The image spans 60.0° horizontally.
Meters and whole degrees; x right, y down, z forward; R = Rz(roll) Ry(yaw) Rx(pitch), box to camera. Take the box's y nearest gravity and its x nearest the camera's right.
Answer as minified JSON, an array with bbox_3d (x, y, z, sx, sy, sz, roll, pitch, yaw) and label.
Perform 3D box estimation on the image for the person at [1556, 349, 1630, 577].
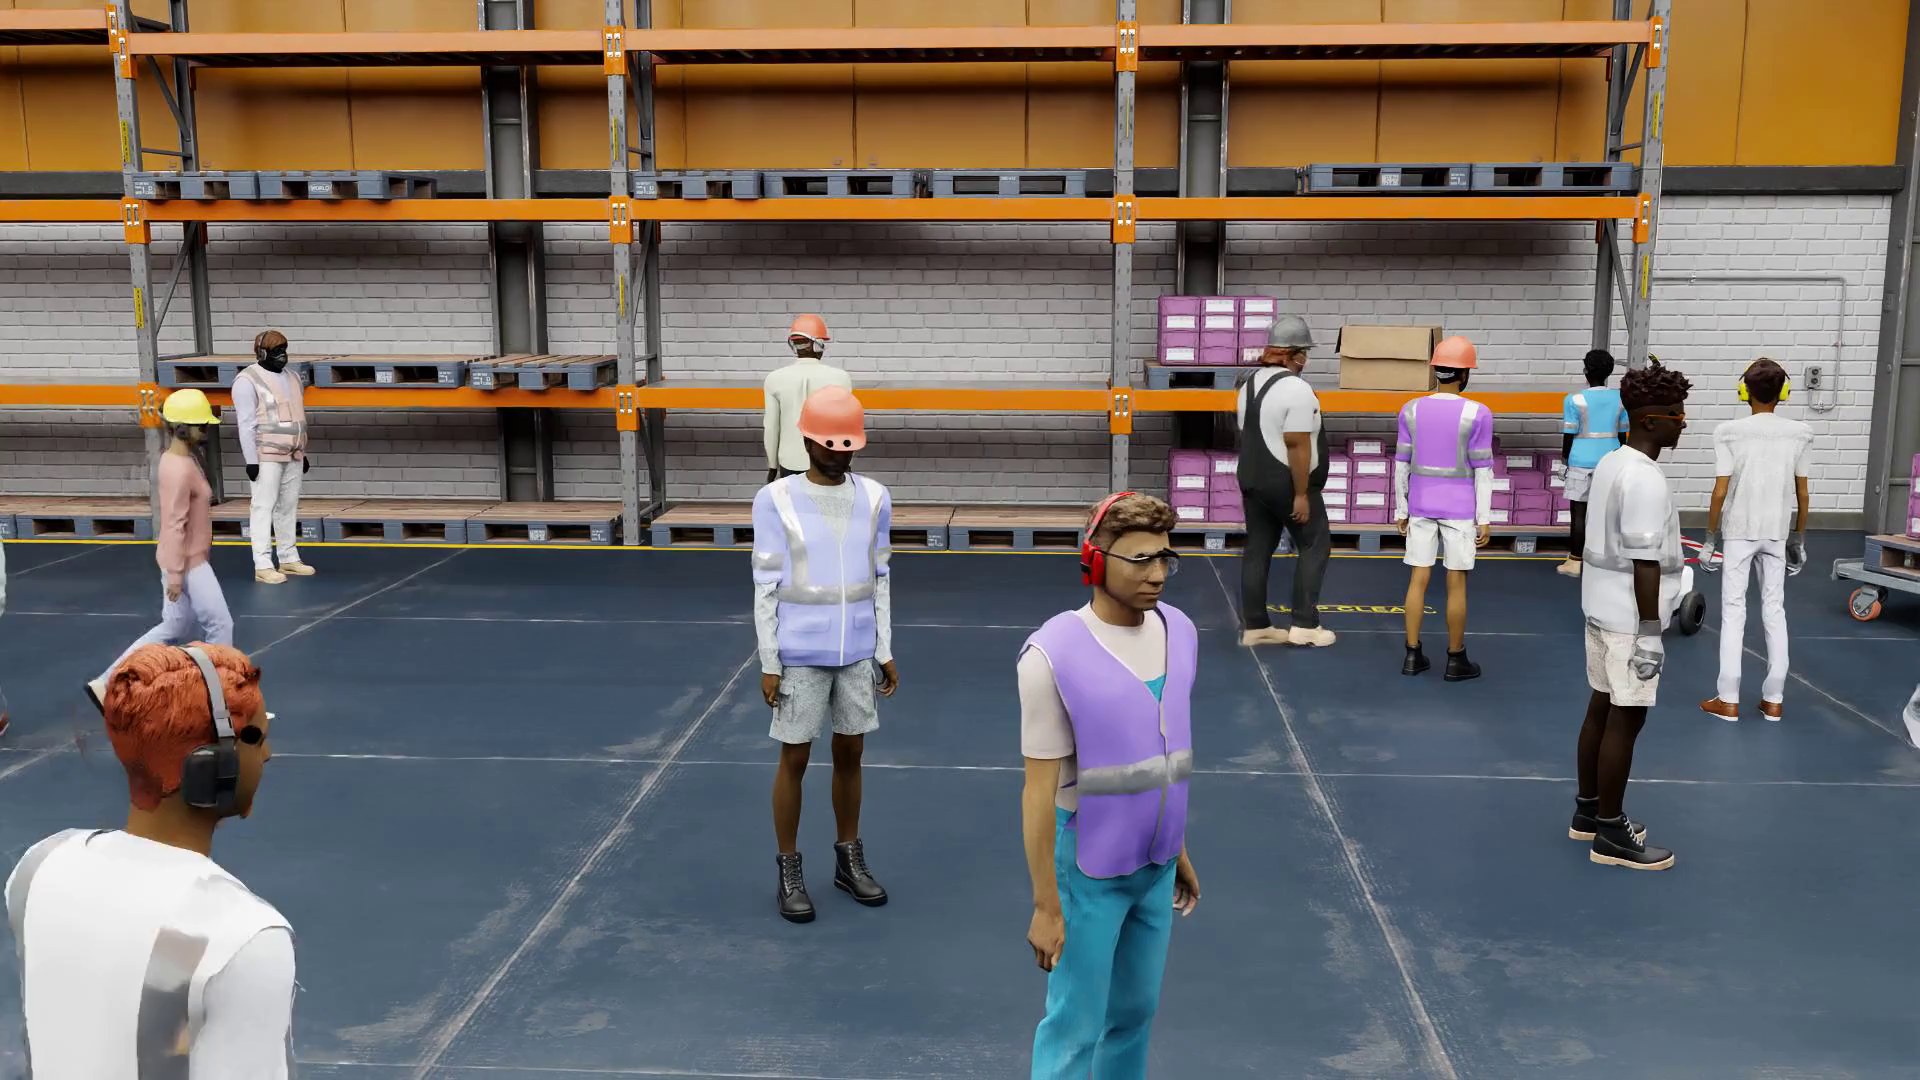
[{"bbox_3d":[4.696,-0.565,12.348,0.535,1.699,0.318,-1,10,-8],"label":"person"}]

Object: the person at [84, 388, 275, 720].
[{"bbox_3d":[-3.945,0.109,8.300,0.798,1.735,0.531,-5,11,-28],"label":"person"}]

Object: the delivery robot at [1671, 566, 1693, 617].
[{"bbox_3d":[4.294,0.290,10.414,0.707,0.478,0.477,-9,13,-44],"label":"delivery robot"}]

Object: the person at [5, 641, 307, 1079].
[{"bbox_3d":[-1.150,1.051,2.545,0.577,1.817,1.024,5,11,25],"label":"person"}]

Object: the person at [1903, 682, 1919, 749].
[{"bbox_3d":[4.745,0.237,7.646,0.471,1.700,0.871,0,10,-1],"label":"person"}]

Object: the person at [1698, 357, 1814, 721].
[{"bbox_3d":[4.071,0.004,8.534,0.528,1.865,0.313,1,10,4],"label":"person"}]

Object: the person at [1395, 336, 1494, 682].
[{"bbox_3d":[2.733,-0.176,9.371,0.552,1.935,0.367,7,12,37],"label":"person"}]

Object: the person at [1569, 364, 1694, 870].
[{"bbox_3d":[2.641,0.292,6.545,0.361,1.964,0.614,1,10,6],"label":"person"}]

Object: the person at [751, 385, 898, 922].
[{"bbox_3d":[-0.470,0.403,6.010,0.543,1.928,0.372,-5,11,-29],"label":"person"}]

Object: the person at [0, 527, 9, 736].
[{"bbox_3d":[-4.839,0.228,7.963,0.513,1.598,0.769,-5,11,-25],"label":"person"}]

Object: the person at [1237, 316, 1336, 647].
[{"bbox_3d":[2.035,-0.355,10.121,0.682,2.000,0.704,-4,11,-24],"label":"person"}]

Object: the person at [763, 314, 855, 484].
[{"bbox_3d":[-1.011,-0.520,11.228,0.613,1.991,0.392,0,10,2],"label":"person"}]

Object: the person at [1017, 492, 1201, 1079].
[{"bbox_3d":[0.354,0.791,3.986,0.375,1.841,0.575,9,13,43],"label":"person"}]

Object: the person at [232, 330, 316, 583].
[{"bbox_3d":[-5.015,-0.616,12.226,0.429,1.843,0.627,3,10,18],"label":"person"}]
